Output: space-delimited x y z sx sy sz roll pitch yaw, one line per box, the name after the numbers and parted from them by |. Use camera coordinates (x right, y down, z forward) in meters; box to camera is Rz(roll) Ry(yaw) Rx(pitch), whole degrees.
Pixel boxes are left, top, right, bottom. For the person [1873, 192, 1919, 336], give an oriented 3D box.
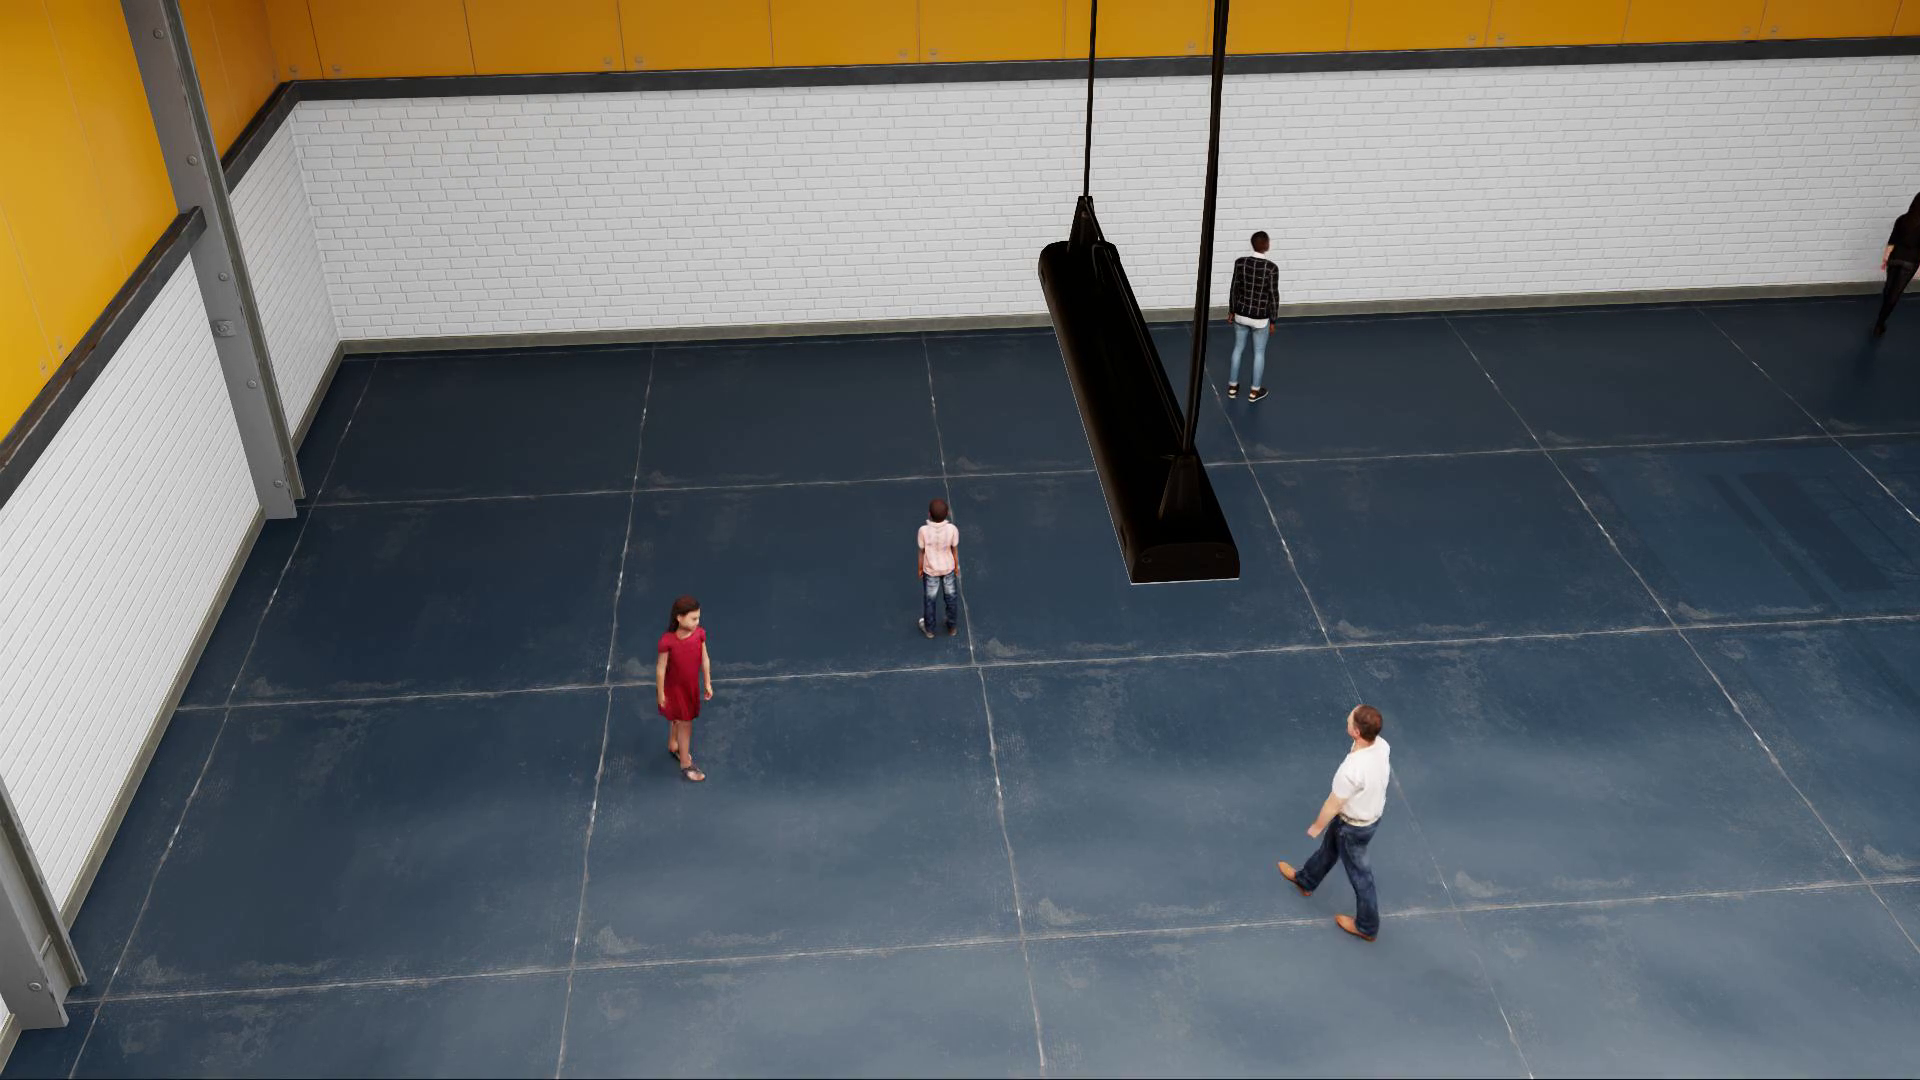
10.387 -3.032 18.355 0.985 1.612 0.995 -27 42 -34 | person

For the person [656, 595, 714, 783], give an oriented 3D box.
-2.103 1.052 12.293 0.768 1.520 0.844 -20 38 -27 | person

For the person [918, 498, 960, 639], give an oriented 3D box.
-0.175 0.227 13.728 0.496 1.306 0.477 -5 34 -8 | person

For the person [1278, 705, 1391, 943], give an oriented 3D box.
2.646 1.886 10.765 1.164 1.823 1.101 24 41 32 | person

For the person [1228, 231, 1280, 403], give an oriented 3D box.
2.993 -2.299 17.064 0.742 1.819 0.745 16 37 22 | person
